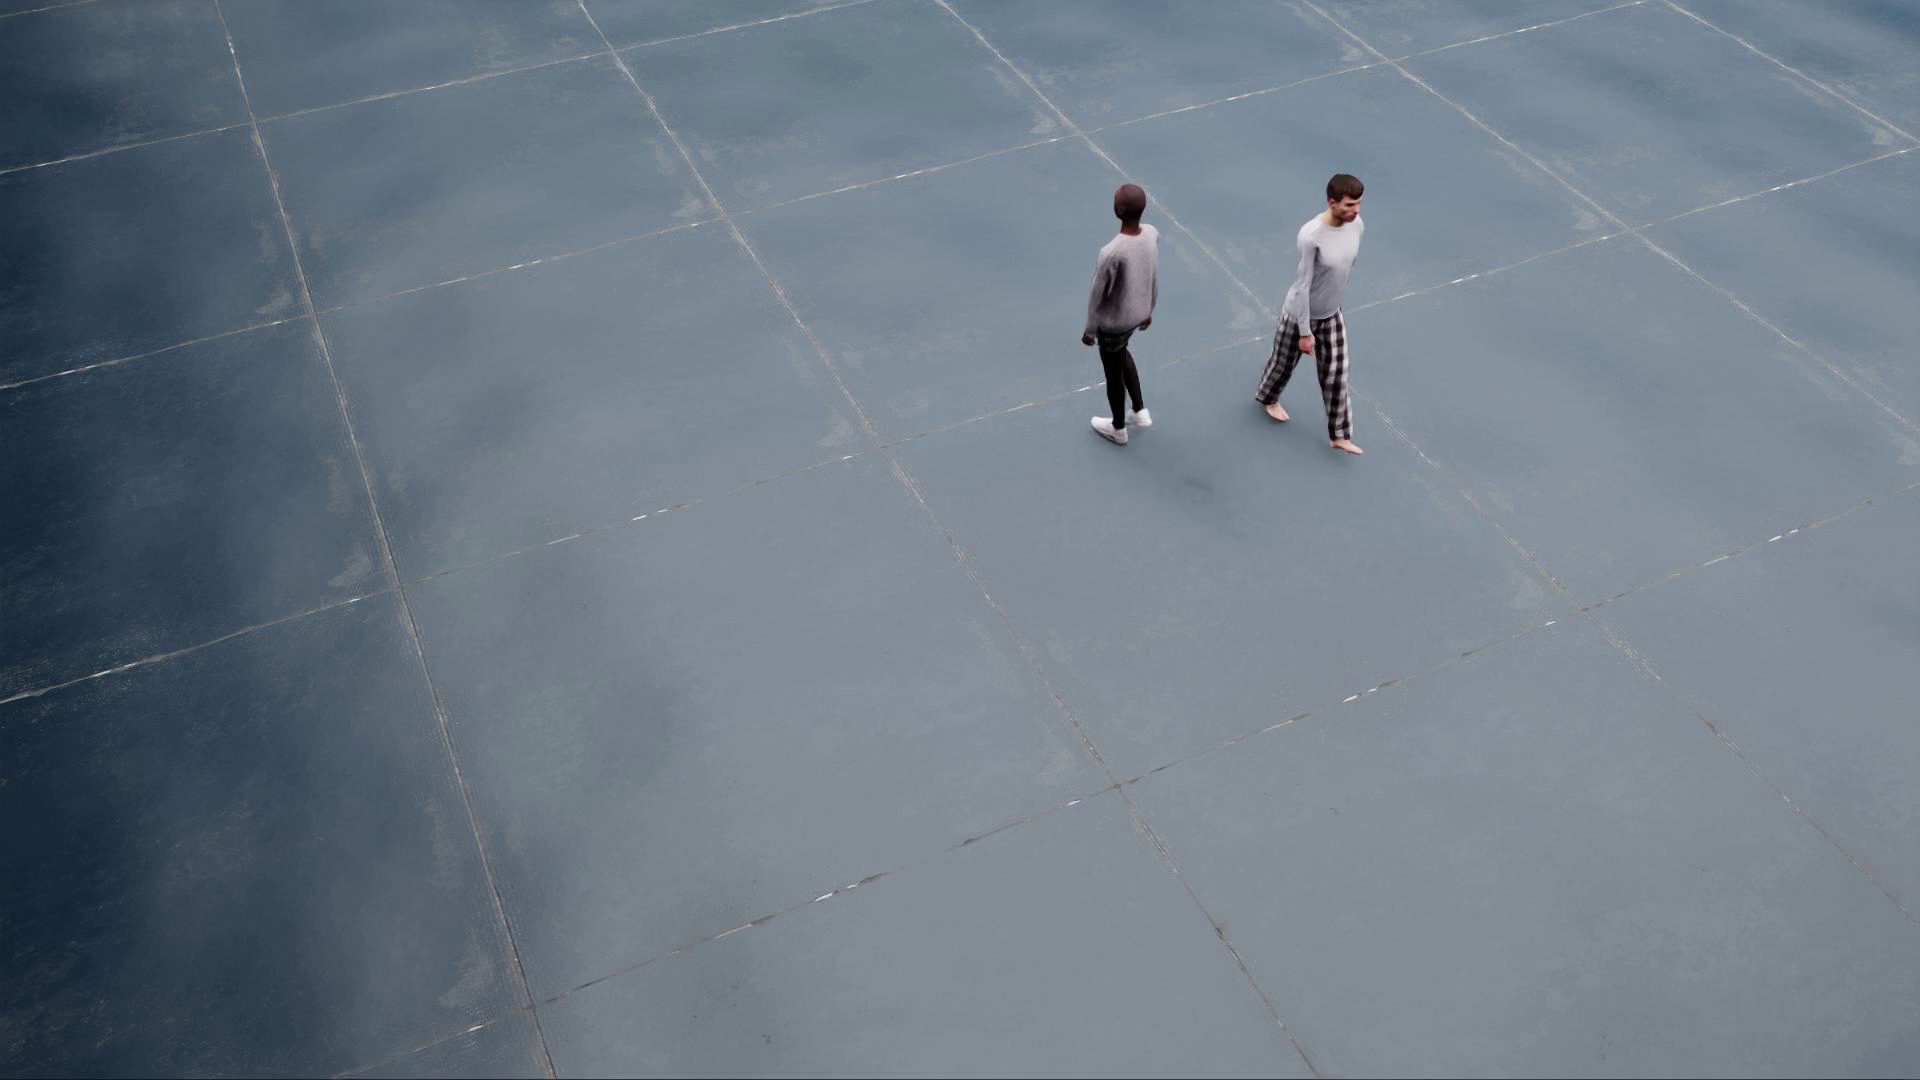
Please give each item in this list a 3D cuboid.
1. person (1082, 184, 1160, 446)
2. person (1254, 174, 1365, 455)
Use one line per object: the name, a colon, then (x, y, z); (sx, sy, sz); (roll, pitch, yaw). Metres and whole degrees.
person: (1.027, -1.270, 9.844); (0.750, 1.762, 0.719); (34, 52, 32)
person: (2.052, -1.411, 9.963); (0.635, 1.811, 1.092); (-18, 45, -19)
